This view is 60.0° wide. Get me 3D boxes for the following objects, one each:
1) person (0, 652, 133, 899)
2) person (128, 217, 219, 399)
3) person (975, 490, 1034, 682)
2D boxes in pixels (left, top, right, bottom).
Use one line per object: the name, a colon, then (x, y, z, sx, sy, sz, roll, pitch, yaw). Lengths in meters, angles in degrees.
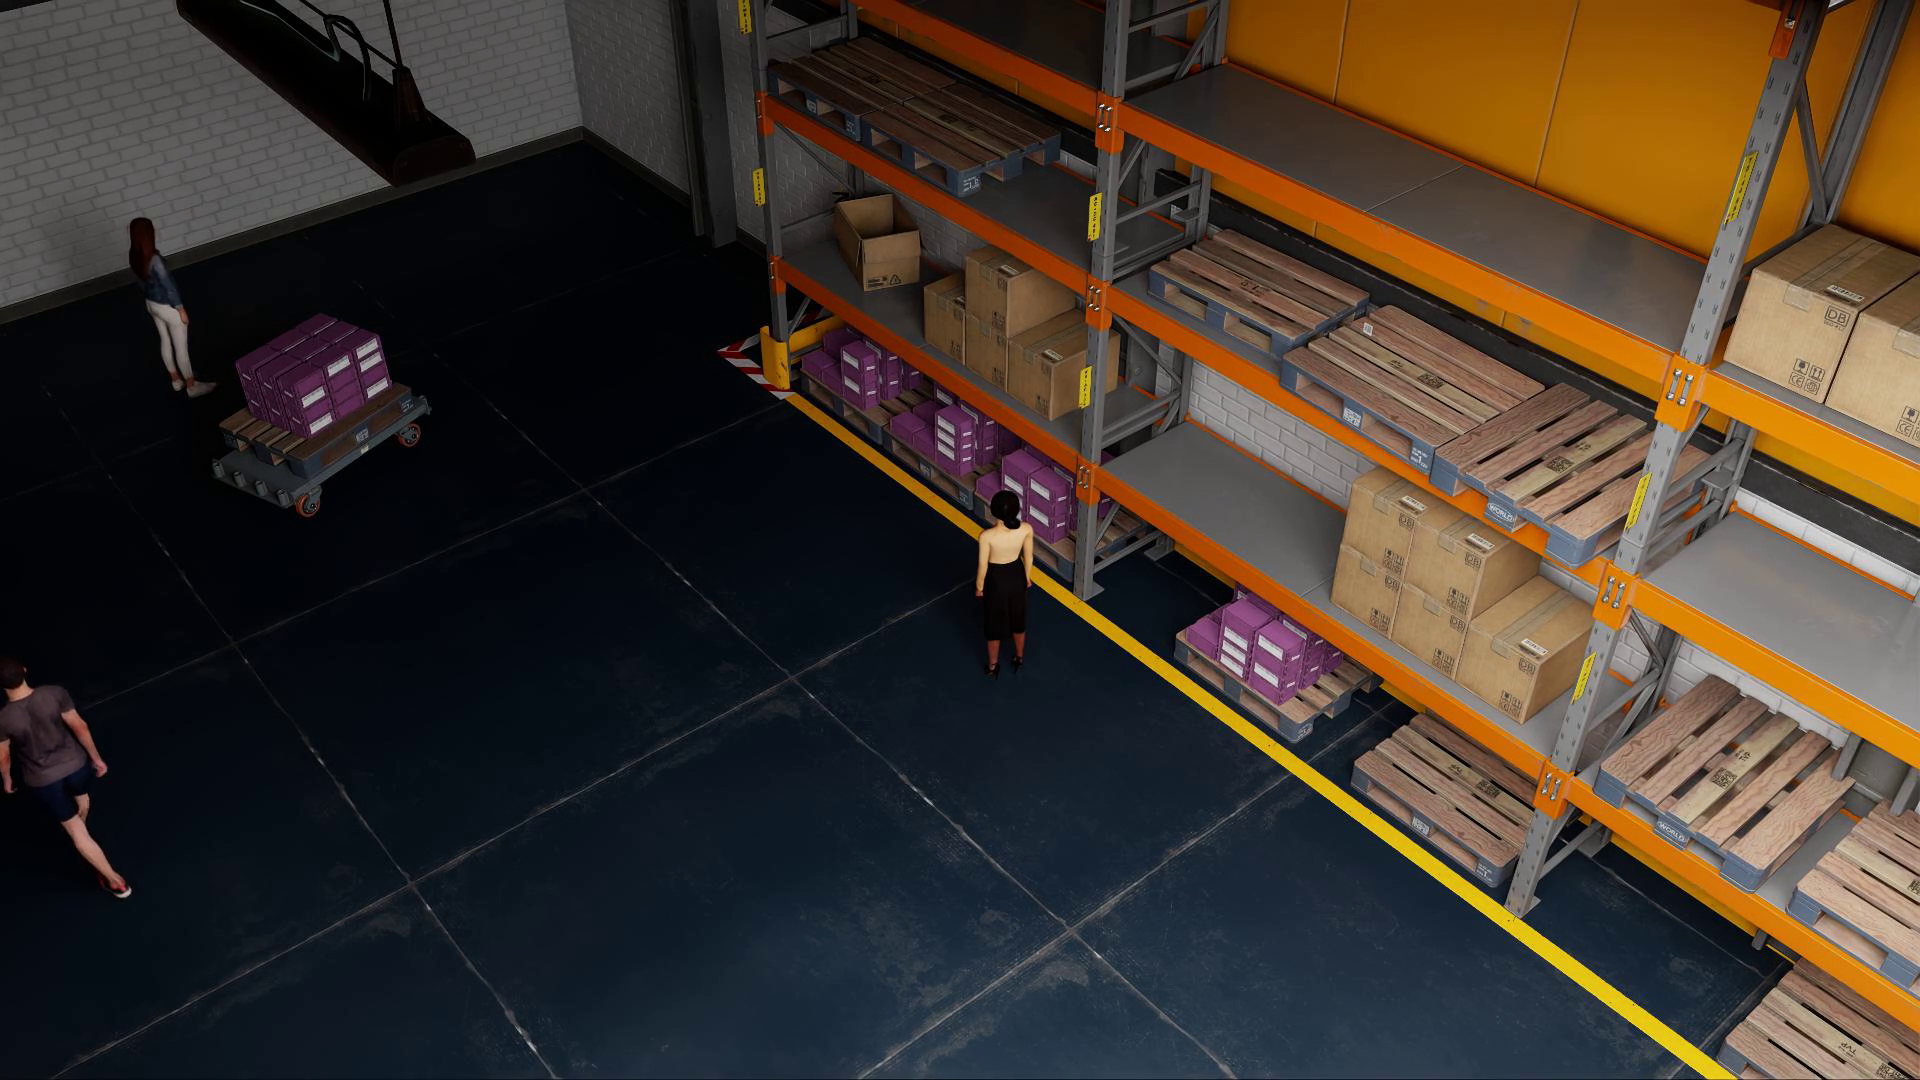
person: (-5.473, 1.486, 10.168, 1.225, 1.802, 0.835, 27, 46, 30)
person: (-7.034, -2.052, 14.680, 0.541, 1.700, 0.728, 23, 44, 26)
person: (0.315, 0.316, 11.753, 0.643, 1.653, 0.647, -12, 40, -14)
